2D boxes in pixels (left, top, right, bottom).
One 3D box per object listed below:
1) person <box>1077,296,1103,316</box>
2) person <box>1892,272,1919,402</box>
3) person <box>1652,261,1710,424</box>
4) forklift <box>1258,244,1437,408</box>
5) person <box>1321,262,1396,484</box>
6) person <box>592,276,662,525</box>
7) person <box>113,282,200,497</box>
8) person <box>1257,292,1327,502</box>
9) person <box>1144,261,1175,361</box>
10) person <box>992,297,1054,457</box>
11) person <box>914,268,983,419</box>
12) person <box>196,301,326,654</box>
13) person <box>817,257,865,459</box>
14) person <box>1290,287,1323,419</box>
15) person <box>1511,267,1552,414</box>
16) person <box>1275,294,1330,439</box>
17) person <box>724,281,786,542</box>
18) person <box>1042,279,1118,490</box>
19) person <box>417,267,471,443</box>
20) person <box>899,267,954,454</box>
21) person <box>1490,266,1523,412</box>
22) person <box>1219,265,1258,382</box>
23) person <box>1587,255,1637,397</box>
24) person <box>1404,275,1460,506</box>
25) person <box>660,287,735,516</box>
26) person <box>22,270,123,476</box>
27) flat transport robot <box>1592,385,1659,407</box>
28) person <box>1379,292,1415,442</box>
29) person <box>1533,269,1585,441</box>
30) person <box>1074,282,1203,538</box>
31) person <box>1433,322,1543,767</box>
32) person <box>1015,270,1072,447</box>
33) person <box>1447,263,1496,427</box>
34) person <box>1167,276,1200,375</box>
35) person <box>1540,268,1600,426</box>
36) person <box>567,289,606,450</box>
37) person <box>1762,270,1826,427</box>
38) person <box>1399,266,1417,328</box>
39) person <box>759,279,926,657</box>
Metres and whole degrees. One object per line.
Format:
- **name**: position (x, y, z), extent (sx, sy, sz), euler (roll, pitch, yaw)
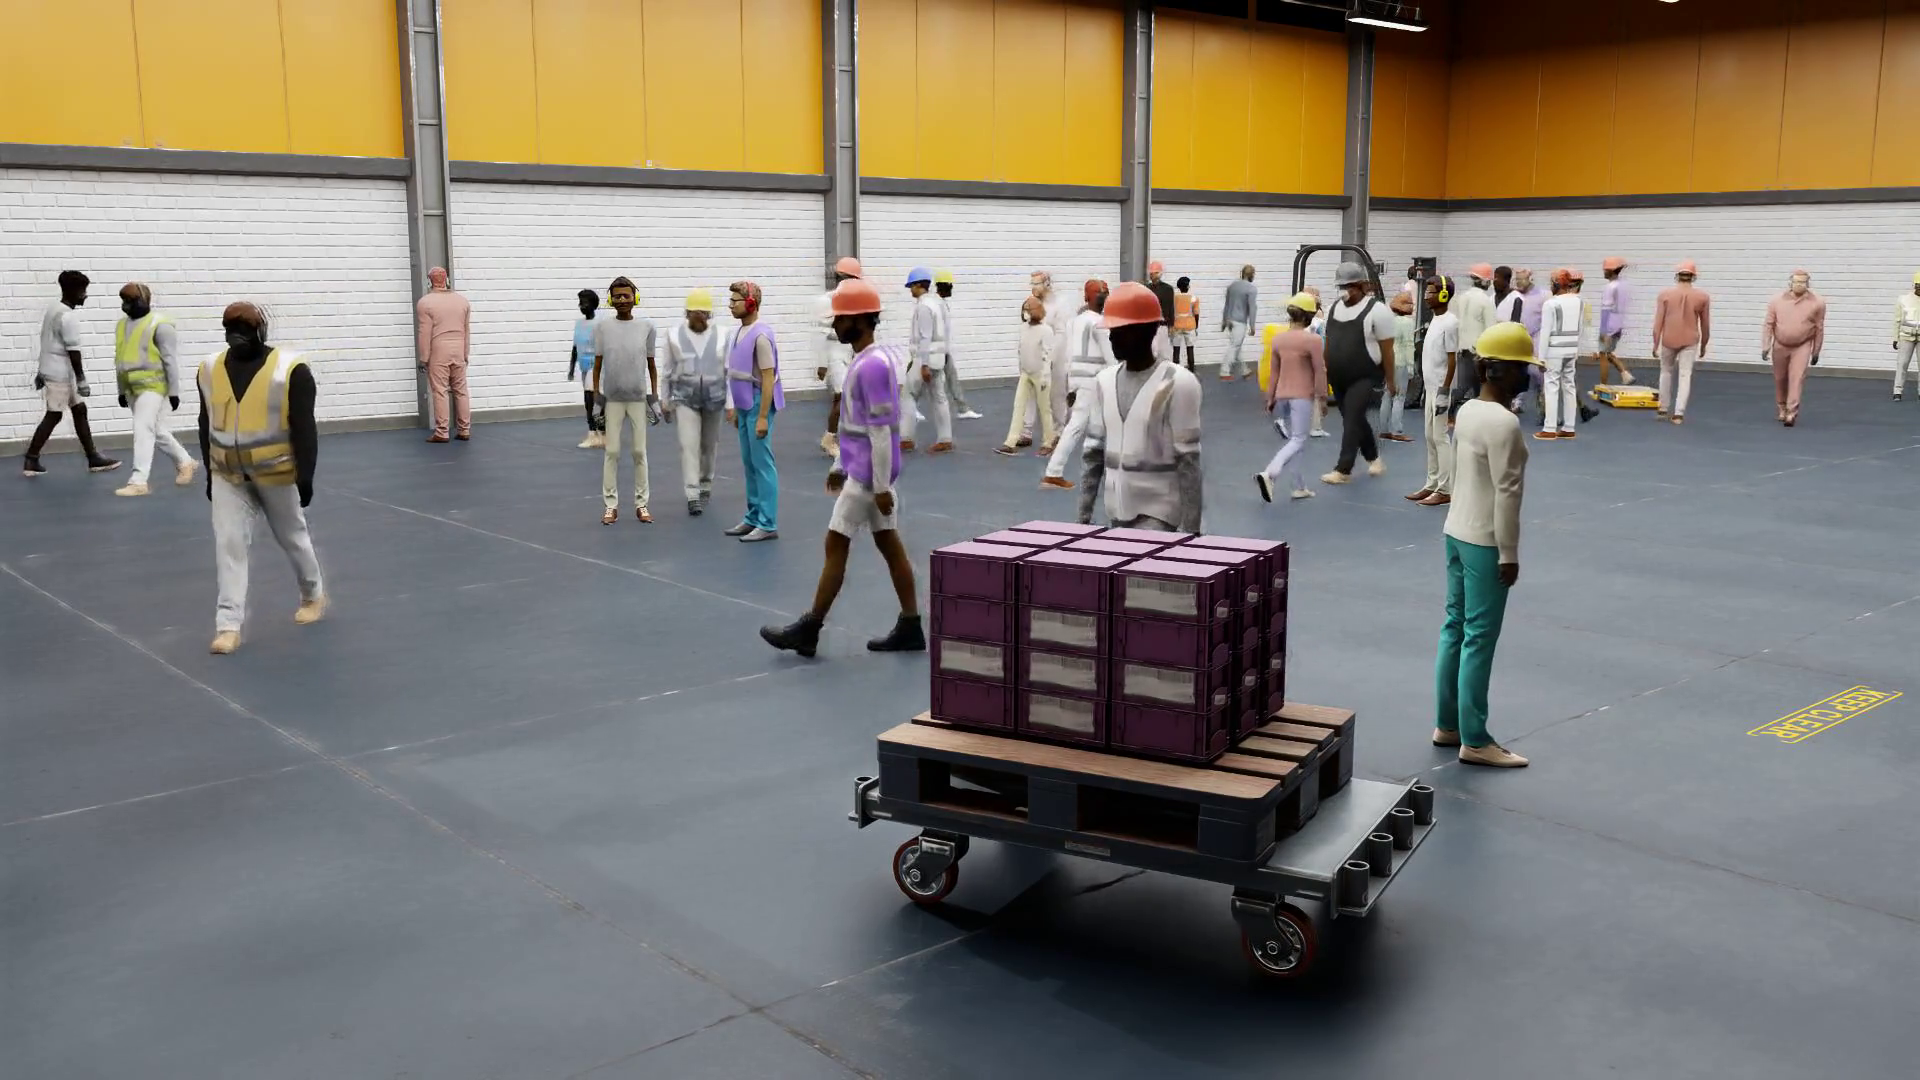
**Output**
- **person**: position (1.922, -2.806, 23.692), extent (0.500, 1.589, 0.855), euler (9, 13, 43)
- **person**: position (13.286, -2.818, 23.091), extent (0.596, 1.823, 0.403), euler (6, 11, 31)
- **person**: position (8.801, -2.417, 20.325), extent (0.650, 1.952, 0.942), euler (3, 10, 18)
- **forklift**: position (5.256, -2.933, 22.661), extent (2.313, 2.155, 1.214), euler (3, 10, 16)
- **person**: position (3.607, -1.552, 15.026), extent (0.992, 2.000, 0.715), euler (-7, 12, -37)
- **person**: position (-2.523, -1.051, 12.589), extent (0.521, 1.874, 0.328), euler (-2, 10, -14)
- **person**: position (-6.950, -1.310, 14.305), extent (0.637, 1.813, 0.894), euler (5, 11, 26)
- **person**: position (2.714, -1.163, 13.656), extent (0.766, 1.737, 0.542), euler (-8, 12, -38)
- **person**: position (3.122, -3.443, 26.373), extent (0.634, 1.955, 0.994), euler (9, 13, 42)
- **person**: position (0.672, -1.615, 16.646), extent (0.719, 1.602, 0.514), euler (-9, 13, -44)
- **person**: position (-0.267, -2.412, 20.585), extent (1.017, 1.876, 0.604), euler (1, 10, 7)
- **person**: position (-3.693, -0.367, 8.818), extent (0.646, 1.803, 0.953), euler (0, 10, 0)
- **person**: position (-1.196, -1.790, 16.525), extent (0.502, 2.002, 0.635), euler (4, 10, 22)
- **person**: position (4.324, -2.330, 20.751), extent (0.312, 1.639, 0.518), euler (-7, 12, -36)
- **person**: position (7.274, -2.555, 21.352), extent (0.657, 1.885, 0.525), euler (9, 13, 41)
- **person**: position (3.809, -1.917, 18.423), extent (0.777, 1.605, 0.523), euler (-5, 11, -28)
- **person**: position (-1.456, -0.911, 11.841), extent (0.396, 1.847, 0.564), euler (-4, 11, -23)
- **person**: position (1.154, -1.339, 14.439), extent (1.015, 1.830, 0.583), euler (-2, 10, -14)
- **person**: position (-5.623, -2.005, 18.088), extent (0.401, 1.905, 0.642), euler (8, 12, 38)
- **person**: position (-0.432, -1.819, 16.991), extent (0.828, 1.898, 0.618), euler (2, 10, 10)
- **person**: position (6.726, -2.441, 20.637), extent (0.462, 1.898, 0.625), euler (-3, 10, -18)
- **person**: position (4.571, -3.498, 26.951), extent (0.936, 1.874, 0.648), euler (-5, 11, -27)
- **person**: position (9.312, -3.033, 23.714), extent (0.625, 2.032, 0.552), euler (-9, 13, -42)
- **person**: position (3.870, -1.211, 13.543), extent (0.328, 1.867, 0.514), euler (0, 10, -2)
- **person**: position (-2.070, -1.113, 13.228), extent (0.595, 1.788, 0.930), euler (-2, 10, -14)
- **person**: position (-8.350, -1.544, 15.430), extent (0.846, 1.905, 0.623), euler (-6, 11, -32)
- **flat transport robot**: position (9.104, -1.967, 22.630), extent (0.652, 0.197, 1.431), euler (1, 10, 8)
- **person**: position (4.798, -1.890, 18.197), extent (0.273, 1.631, 0.507), euler (-3, 10, -20)
- **person**: position (6.595, -2.027, 18.292), extent (0.580, 1.879, 0.346), euler (-4, 11, -24)
- **person**: position (0.699, -0.111, 6.961), extent (0.730, 1.907, 0.571), euler (-8, 13, -40)
- **person**: position (2.117, 0.014, 6.671), extent (0.329, 1.765, 0.526), euler (-1, 10, -3)
- **person**: position (0.840, -1.906, 17.595), extent (0.632, 1.864, 0.861), euler (8, 13, 39)
- **person**: position (6.098, -2.306, 19.740), extent (1.008, 1.947, 0.629), euler (-3, 10, -16)
- **person**: position (3.602, -3.400, 26.846), extent (0.535, 1.699, 0.322), euler (2, 10, 10)
- **person**: position (7.355, -2.302, 19.905), extent (1.012, 1.865, 0.589), euler (-3, 10, -20)
- **person**: position (-3.927, -1.779, 17.430), extent (0.537, 1.680, 0.627), euler (10, 14, 44)
- **person**: position (10.056, -2.322, 20.075), extent (0.634, 1.863, 1.014), euler (7, 12, 35)
- **person**: position (8.261, -4.077, 30.394), extent (0.621, 1.845, 0.429), euler (-2, 10, -14)
- **person**: position (-0.590, -0.350, 8.394), extent (0.900, 1.901, 0.557), euler (0, 10, 1)
